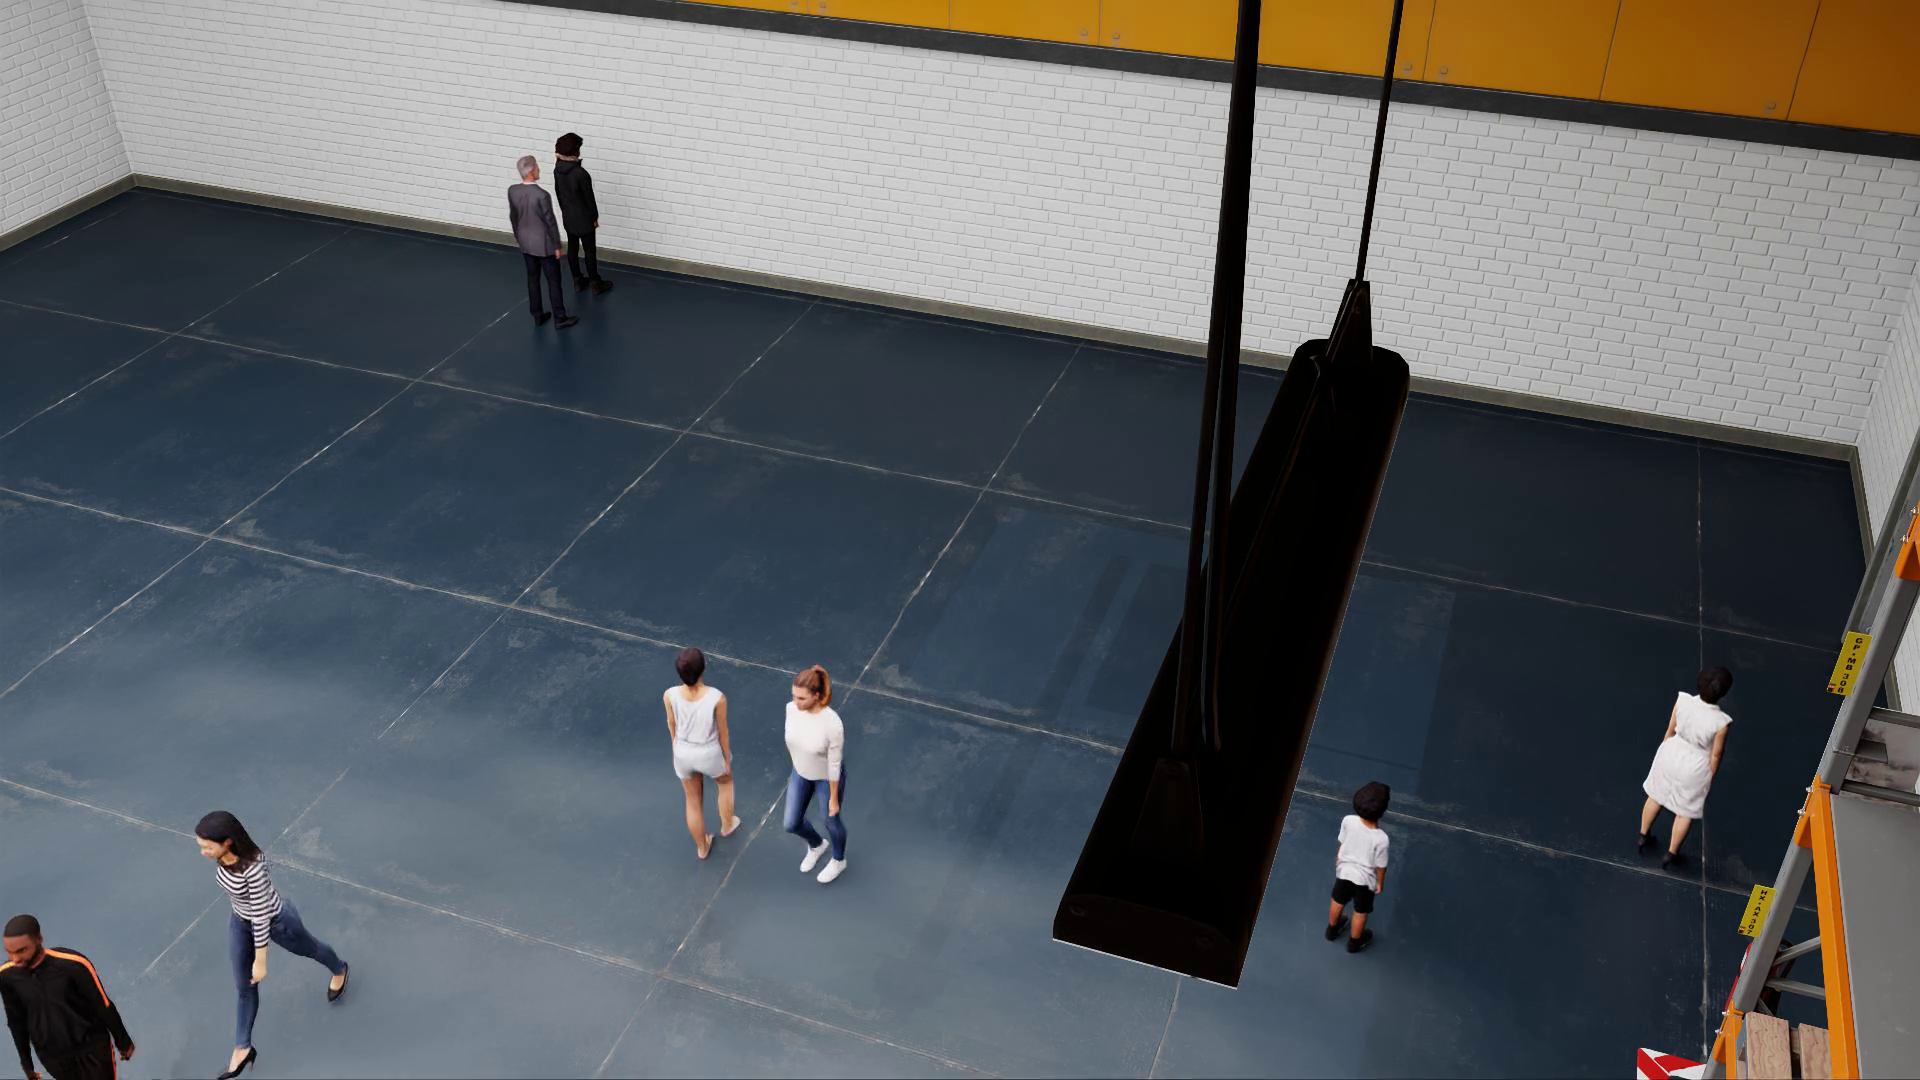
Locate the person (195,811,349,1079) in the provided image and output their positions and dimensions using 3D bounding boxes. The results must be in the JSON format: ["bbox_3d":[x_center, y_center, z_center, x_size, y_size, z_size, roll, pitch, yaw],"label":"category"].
[{"bbox_3d":[-3.832,2.147,9.392,0.795,1.720,1.236,17,37,24],"label":"person"}]

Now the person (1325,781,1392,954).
[{"bbox_3d":[2.404,1.983,10.058,0.550,1.256,0.576,26,42,34],"label":"person"}]

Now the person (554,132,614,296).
[{"bbox_3d":[-4.091,-3.491,17.821,0.651,1.779,0.617,16,37,22],"label":"person"}]

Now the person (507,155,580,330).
[{"bbox_3d":[-4.337,-3.065,17.129,0.732,1.837,0.629,15,36,21],"label":"person"}]

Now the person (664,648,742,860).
[{"bbox_3d":[-1.677,1.413,10.604,0.655,1.602,0.691,1,34,1],"label":"person"}]

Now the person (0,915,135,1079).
[{"bbox_3d":[-4.593,2.567,8.694,0.769,1.795,0.783,-3,34,-5],"label":"person"}]

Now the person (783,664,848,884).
[{"bbox_3d":[-0.841,1.449,10.453,0.685,1.709,0.692,19,38,26],"label":"person"}]

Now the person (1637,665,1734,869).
[{"bbox_3d":[4.628,1.439,10.610,0.655,1.552,0.640,-27,42,-34],"label":"person"}]
